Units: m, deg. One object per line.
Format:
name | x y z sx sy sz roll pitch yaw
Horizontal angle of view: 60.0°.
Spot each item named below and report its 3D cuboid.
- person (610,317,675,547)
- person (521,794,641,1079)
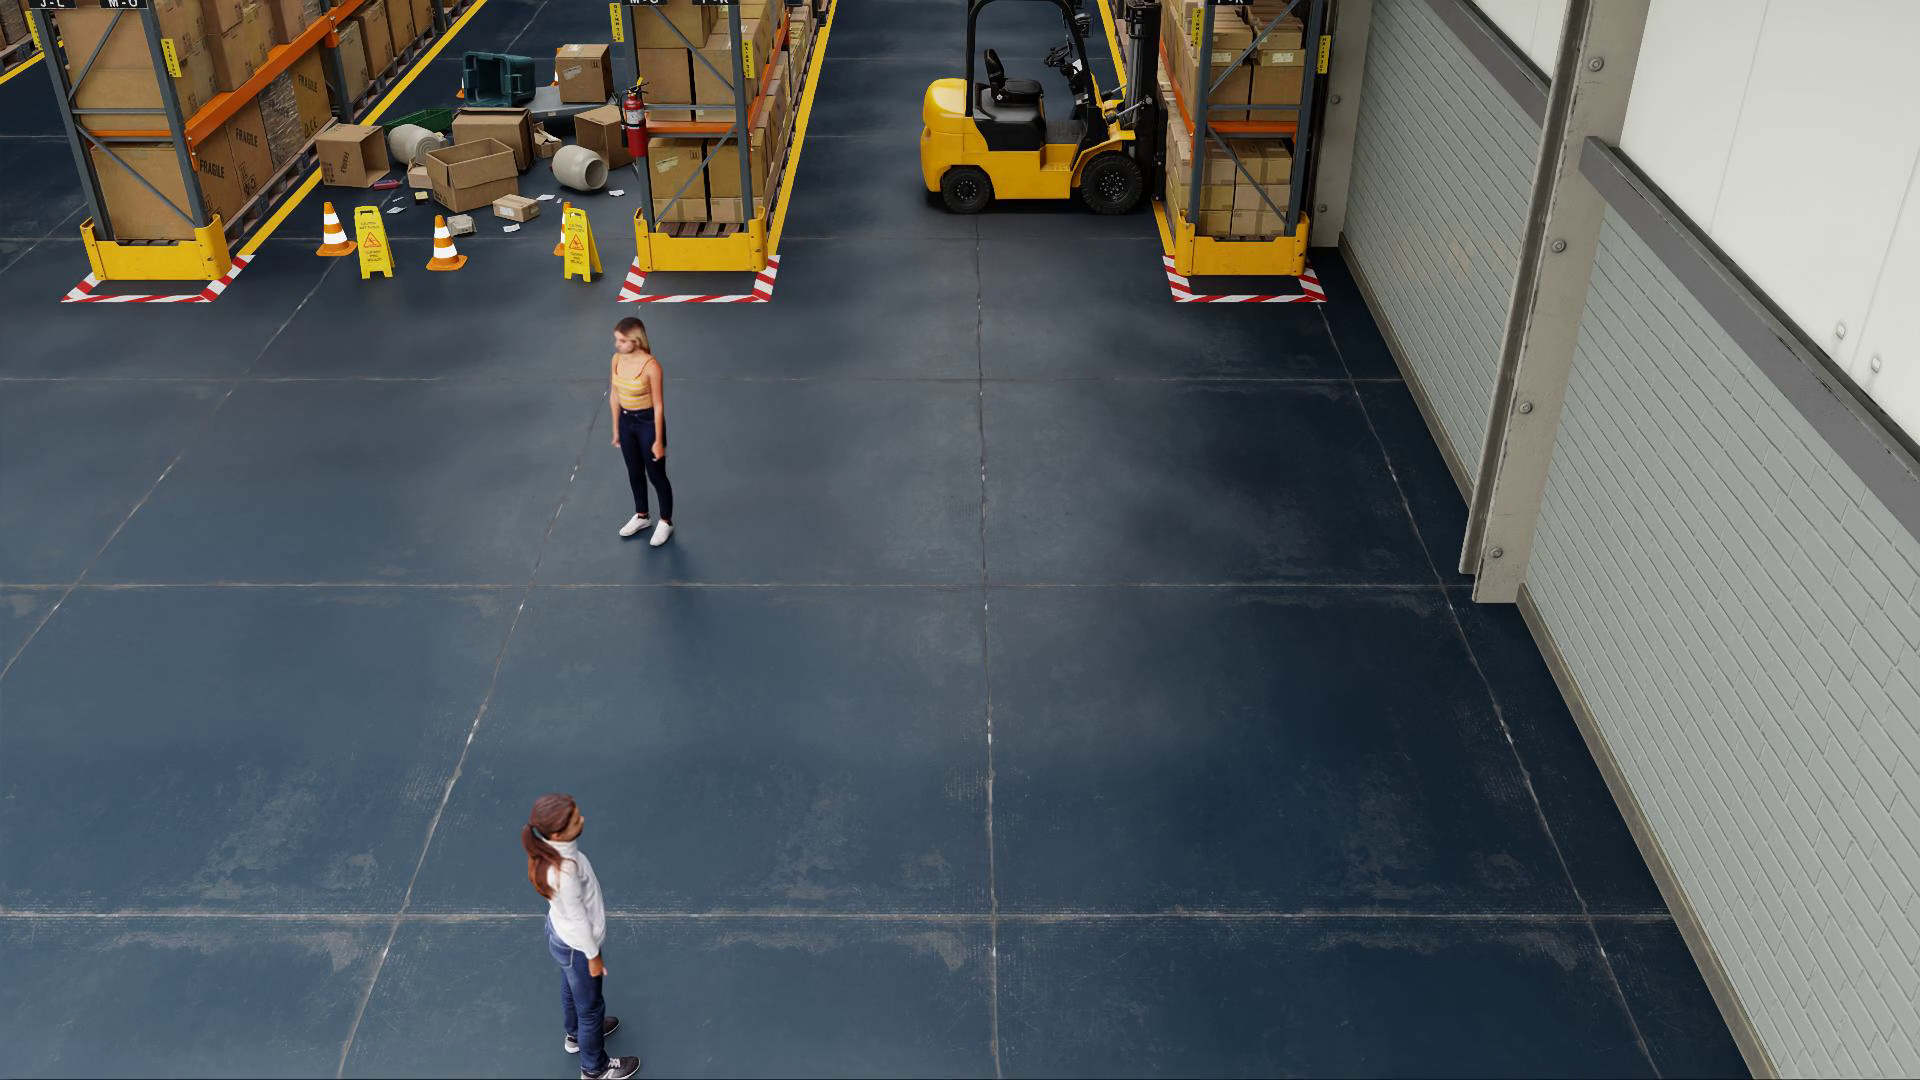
person | -2.115 -0.741 11.054 0.655 1.628 0.673 18 36 26
person | -1.680 1.716 7.224 0.678 1.559 0.593 -16 36 -24
